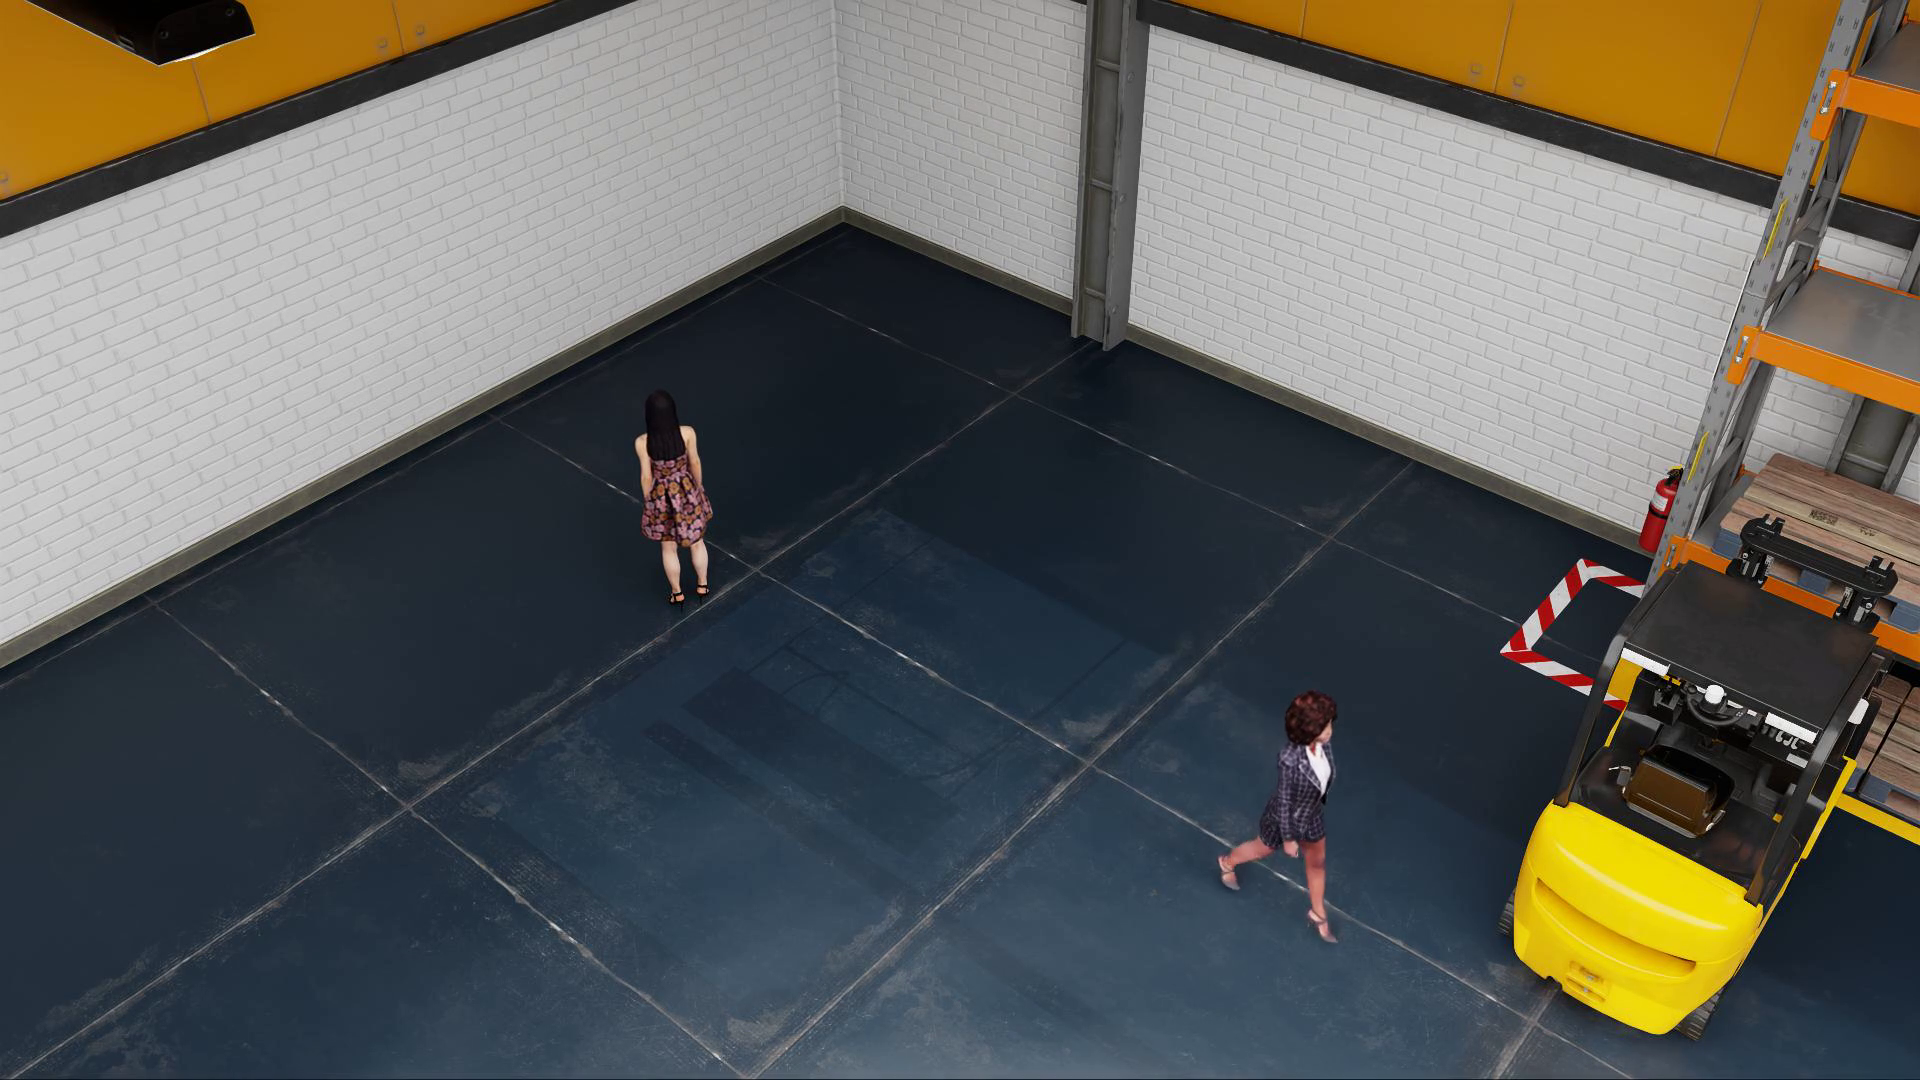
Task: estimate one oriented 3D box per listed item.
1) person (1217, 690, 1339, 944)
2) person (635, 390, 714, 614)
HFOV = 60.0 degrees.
[{"bbox_3d":[1.753,1.482,9.139,0.701,1.658,1.061,-30,47,-32],"label":"person"},{"bbox_3d":[-1.929,-0.265,11.233,0.788,1.774,0.823,-14,41,-17],"label":"person"}]
